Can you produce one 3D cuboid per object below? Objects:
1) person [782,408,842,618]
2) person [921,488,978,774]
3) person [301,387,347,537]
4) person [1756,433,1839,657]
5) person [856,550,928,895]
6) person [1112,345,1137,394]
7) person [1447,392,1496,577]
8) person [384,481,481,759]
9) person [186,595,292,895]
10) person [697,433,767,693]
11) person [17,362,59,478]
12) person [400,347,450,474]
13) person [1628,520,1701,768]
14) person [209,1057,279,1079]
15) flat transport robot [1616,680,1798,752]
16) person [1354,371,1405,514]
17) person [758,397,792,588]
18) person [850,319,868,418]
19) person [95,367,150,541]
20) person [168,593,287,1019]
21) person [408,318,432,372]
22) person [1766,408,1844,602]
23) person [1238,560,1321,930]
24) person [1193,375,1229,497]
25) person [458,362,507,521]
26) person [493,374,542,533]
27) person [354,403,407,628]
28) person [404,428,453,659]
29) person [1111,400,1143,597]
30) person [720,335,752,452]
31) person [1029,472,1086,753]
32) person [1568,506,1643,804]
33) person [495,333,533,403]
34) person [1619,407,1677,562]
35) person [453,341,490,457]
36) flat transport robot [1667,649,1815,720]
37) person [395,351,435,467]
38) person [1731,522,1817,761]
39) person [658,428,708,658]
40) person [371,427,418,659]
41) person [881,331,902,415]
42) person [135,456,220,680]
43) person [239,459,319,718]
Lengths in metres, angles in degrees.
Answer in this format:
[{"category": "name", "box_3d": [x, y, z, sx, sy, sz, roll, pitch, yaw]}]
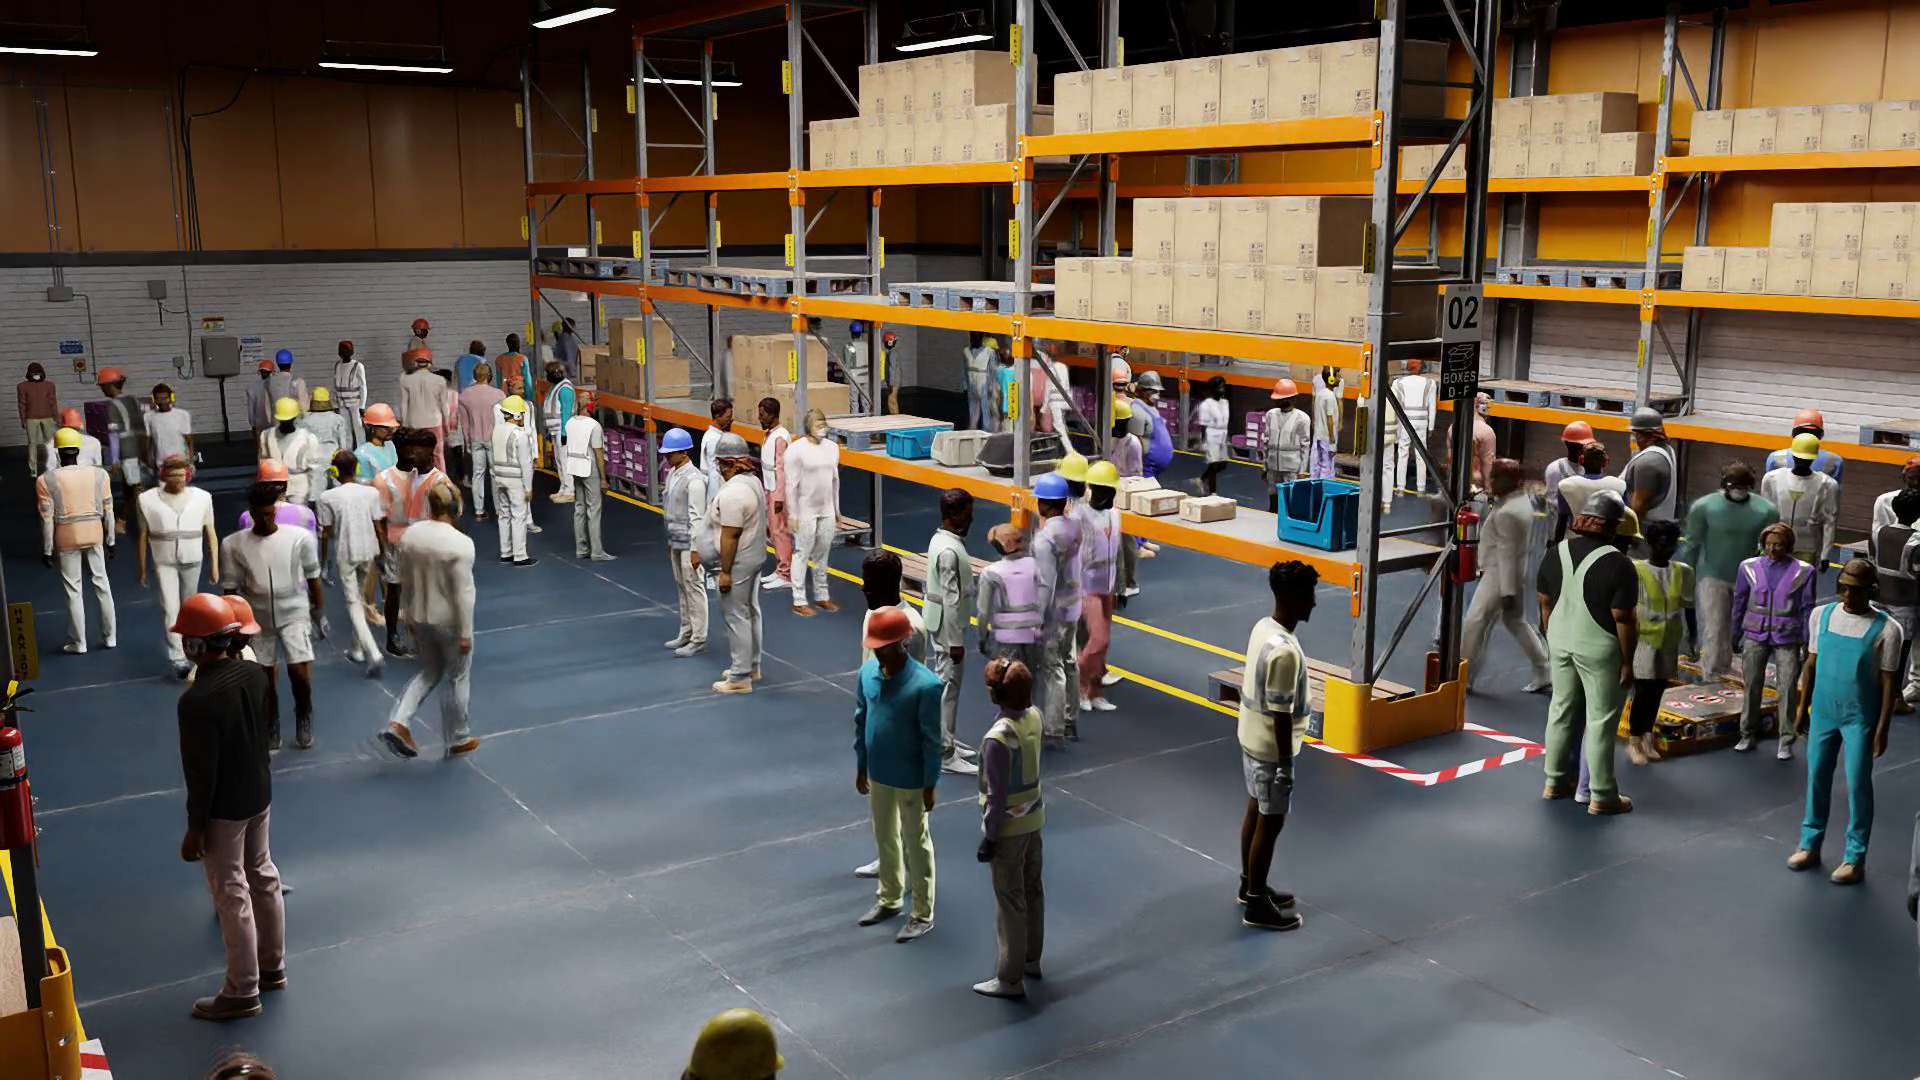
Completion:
[{"category": "person", "box_3d": [-1.360, -0.258, 15.436, 0.354, 1.937, 0.635, 11, 15, 43]}, {"category": "person", "box_3d": [-0.067, 0.598, 11.116, 0.392, 1.917, 0.592, -1, 11, -5]}, {"category": "person", "box_3d": [-7.322, -0.896, 19.201, 0.486, 1.744, 0.310, -6, 13, -28]}, {"category": "person", "box_3d": [6.989, 0.046, 13.944, 0.595, 1.916, 0.407, 7, 13, 33]}, {"category": "person", "box_3d": [-0.353, 0.988, 9.132, 0.376, 1.912, 0.587, -6, 12, -26]}, {"category": "person", "box_3d": [2.324, -2.002, 24.100, 0.535, 2.000, 0.682, -2, 11, -11]}, {"category": "person", "box_3d": [5.293, -0.569, 17.123, 0.409, 1.903, 0.639, -5, 12, -23]}, {"category": "person", "box_3d": [-3.567, 0.573, 11.213, 0.652, 1.927, 0.626, 6, 12, 27]}, {"category": "person", "box_3d": [-3.828, 1.135, 8.825, 0.351, 1.738, 0.575, 1, 11, 3]}, {"category": "person", "box_3d": [-1.786, 0.160, 13.035, 0.535, 2.000, 0.681, 2, 11, 8]}, {"category": "person", "box_3d": [-13.096, -1.712, 23.659, 0.497, 1.633, 0.287, -9, 14, -39]}, {"category": "person", "box_3d": [-7.017, -1.532, 21.842, 0.627, 1.985, 0.409, -3, 11, -14]}, {"category": "person", "box_3d": [4.706, 0.704, 11.149, 0.547, 1.682, 0.538, -2, 11, -8]}, {"category": "person", "box_3d": [-1.724, 2.100, 4.181, 0.530, 1.618, 0.659, -8, 14, -37]}, {"category": "flat transport robot", "box_3d": [5.336, 1.250, 12.000, 1.431, 0.197, 0.652, -6, 12, -27]}, {"category": "person", "box_3d": [5.180, -1.230, 20.658, 0.625, 1.844, 0.429, -3, 11, -13]}, {"category": "person", "box_3d": [-1.831, -0.479, 16.662, 0.408, 1.907, 0.598, -3, 11, -16]}, {"category": "person", "box_3d": [-1.758, -3.058, 29.763, 0.480, 1.940, 0.676, 3, 12, 16]}, {"category": "person", "box_3d": [-9.509, -0.982, 19.029, 0.961, 2.002, 0.697, 0, 11, 1]}, {"category": "person", "box_3d": [-3.406, 1.222, 7.715, 0.381, 1.996, 0.608, 1, 11, 7]}, {"category": "person", "box_3d": [-9.046, -2.725, 27.951, 0.405, 1.986, 0.615, 0, 11, 1]}, {"category": "person", "box_3d": [7.358, -0.141, 14.594, 0.609, 2.035, 0.409, 5, 12, 24]}, {"category": "person", "box_3d": [1.650, 1.057, 8.676, 0.389, 1.958, 0.599, 0, 11, -1]}, {"category": "person", "box_3d": [3.219, -1.279, 21.310, 0.544, 1.685, 0.572, -10, 15, -41]}, {"category": "person", "box_3d": [-5.740, -1.185, 20.180, 0.632, 1.940, 0.372, 2, 11, 9]}, {"category": "person", "box_3d": [-5.146, -0.986, 19.320, 0.351, 1.880, 0.576, 7, 13, 33]}, {"category": "person", "box_3d": [-5.205, -0.222, 15.027, 0.419, 2.036, 0.601, 2, 11, 12]}, {"category": "person", "box_3d": [-4.407, 0.050, 13.790, 0.605, 1.966, 0.367, 10, 15, 41]}, {"category": "person", "box_3d": [1.560, -0.403, 16.211, 0.386, 1.922, 0.594, -4, 12, -18]}, {"category": "person", "box_3d": [-3.547, -2.216, 25.648, 0.655, 1.871, 0.672, -1, 11, -4]}, {"category": "person", "box_3d": [0.651, 0.498, 11.540, 0.398, 1.945, 0.616, 6, 12, 27]}, {"category": "person", "box_3d": [4.037, 0.725, 10.482, 0.396, 1.913, 0.591, -3, 11, -14]}, {"category": "person", "box_3d": [-6.781, -2.183, 25.336, 0.593, 1.920, 0.391, 4, 12, 19]}, {"category": "person", "box_3d": [6.053, -0.183, 14.790, 0.537, 2.000, 0.684, 8, 14, 37]}, {"category": "person", "box_3d": [-7.488, -2.179, 25.652, 0.742, 1.777, 0.895, 4, 12, 19]}, {"category": "flat transport robot", "box_3d": [6.059, 1.088, 12.827, 0.652, 0.197, 1.431, -6, 12, -27]}, {"category": "person", "box_3d": [-7.571, -1.666, 22.894, 0.586, 1.835, 0.962, 3, 11, 16]}, {"category": "person", "box_3d": [5.573, 0.681, 11.425, 0.525, 1.631, 0.313, 8, 14, 35]}, {"category": "person", "box_3d": [-2.325, 0.016, 14.044, 0.414, 1.939, 0.604, -6, 13, -29]}, {"category": "person", "box_3d": [-4.648, 0.014, 14.012, 0.385, 1.957, 0.602, 7, 13, 30]}, {"category": "person", "box_3d": [-1.170, -2.683, 28.361, 0.354, 1.737, 0.575, 0, 11, 1]}, {"category": "person", "box_3d": [-6.250, 0.220, 13.353, 0.567, 1.788, 0.982, -8, 14, -36]}, {"category": "person", "box_3d": [-5.037, 0.358, 12.336, 0.548, 1.924, 0.387, -8, 14, -37]}]
